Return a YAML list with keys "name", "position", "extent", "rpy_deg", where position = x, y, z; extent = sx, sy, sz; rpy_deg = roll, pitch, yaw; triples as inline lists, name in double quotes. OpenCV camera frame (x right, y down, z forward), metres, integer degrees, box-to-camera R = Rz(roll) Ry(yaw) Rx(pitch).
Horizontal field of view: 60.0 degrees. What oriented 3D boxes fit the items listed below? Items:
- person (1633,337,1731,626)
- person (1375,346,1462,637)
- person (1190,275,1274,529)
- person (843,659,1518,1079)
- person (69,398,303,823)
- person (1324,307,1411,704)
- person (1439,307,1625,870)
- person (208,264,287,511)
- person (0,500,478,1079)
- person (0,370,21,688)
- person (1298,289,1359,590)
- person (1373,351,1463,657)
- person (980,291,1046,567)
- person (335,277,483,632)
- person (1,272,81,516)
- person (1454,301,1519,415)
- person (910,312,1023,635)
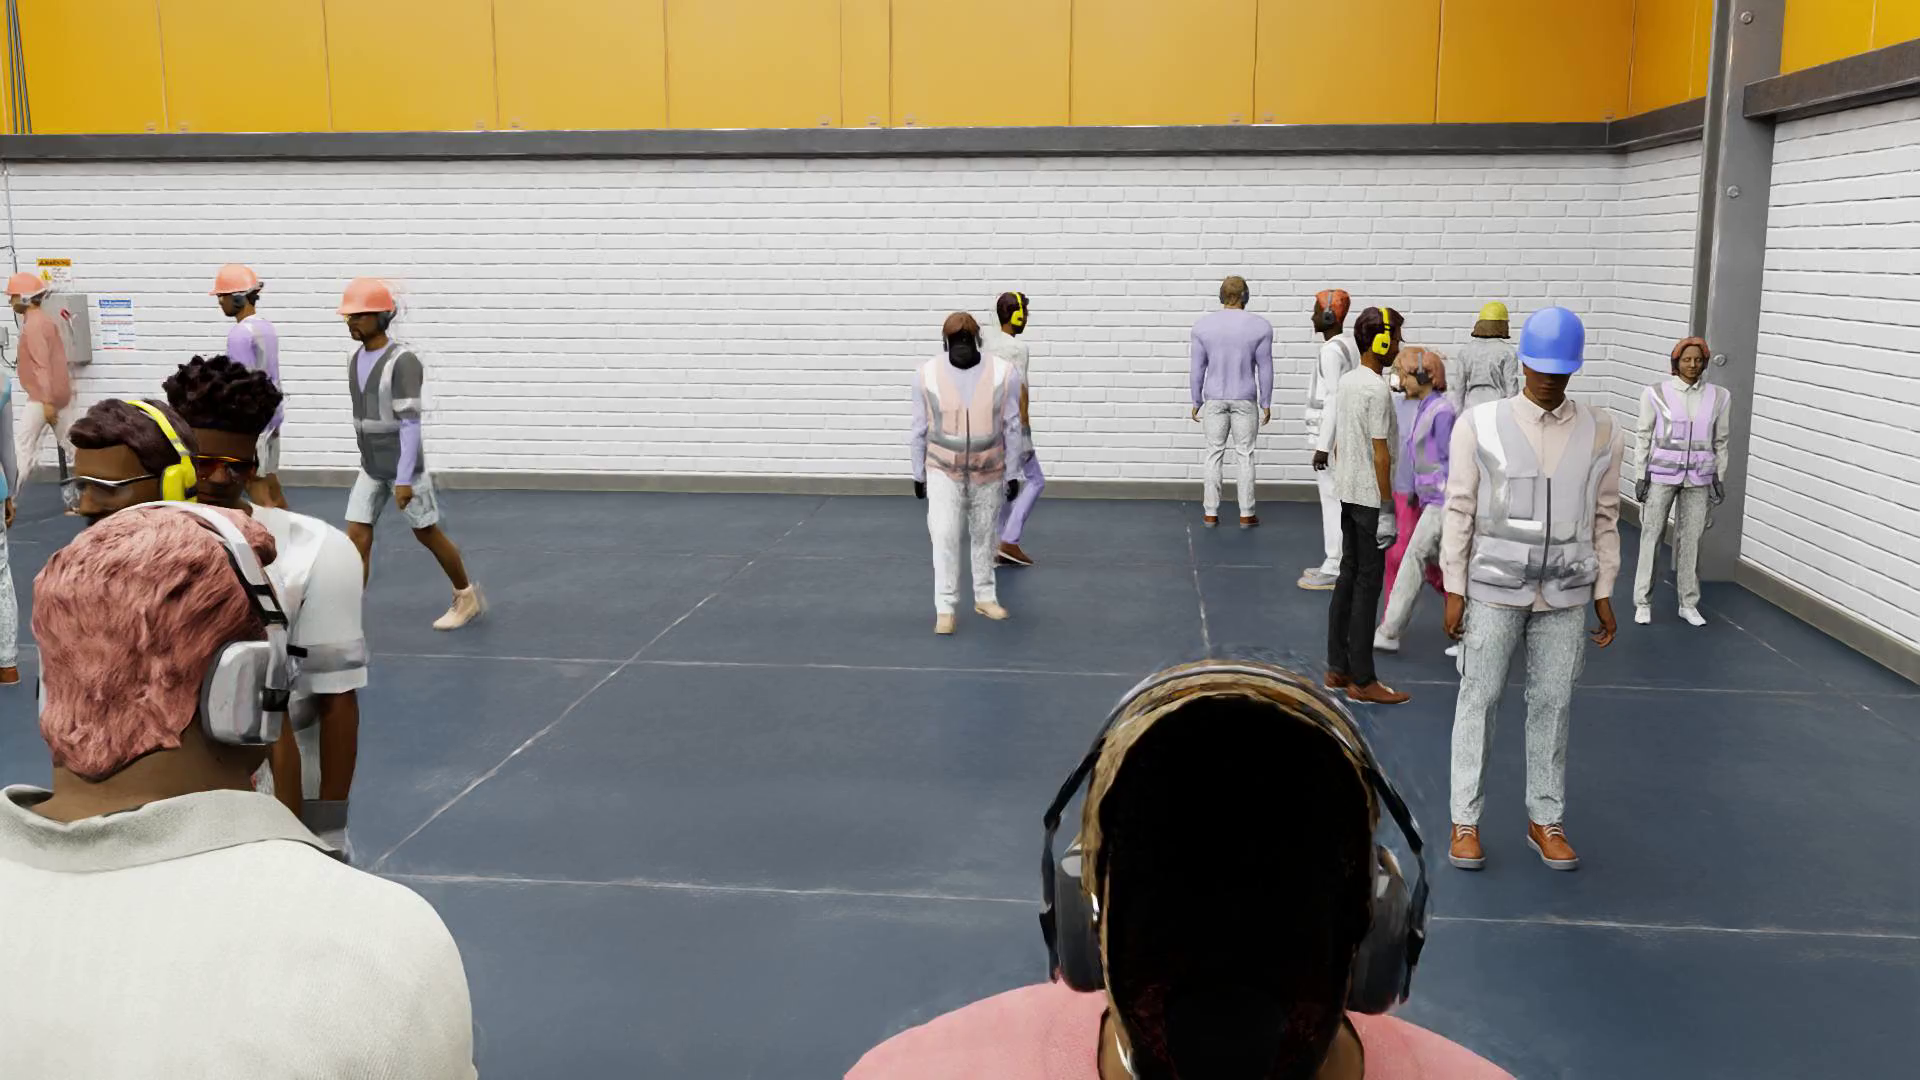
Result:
- name: "person"
  position: [4.081, -0.329, 9.441]
  extent: [0.513, 1.641, 0.307]
  rpy_deg: [1, 10, 6]
- name: "person"
  position: [2.469, -0.242, 9.016]
  extent: [0.501, 1.618, 0.501]
  rpy_deg: [-2, 10, -12]
- name: "person"
  position: [2.075, -1.052, 12.729]
  extent: [0.635, 1.936, 0.351]
  rpy_deg: [3, 10, 15]
- name: "person"
  position: [0.199, 0.987, 1.260]
  extent: [0.638, 1.879, 1.064]
  rpy_deg: [2, 10, 13]
- name: "person"
  position: [-1.498, 0.645, 3.263]
  extent: [0.512, 1.861, 0.355]
  rpy_deg: [3, 10, 16]
- name: "person"
  position: [1.935, -0.162, 7.850]
  extent: [0.329, 1.864, 0.508]
  rpy_deg: [-2, 10, -11]
- name: "person"
  position: [1.954, 0.175, 5.705]
  extent: [0.604, 1.937, 0.402]
  rpy_deg: [0, 10, 2]
- name: "person"
  position: [-4.597, -0.758, 10.767]
  extent: [0.397, 2.035, 0.611]
  rpy_deg: [-1, 10, -6]
- name: "person"
  position: [-0.702, 0.905, 1.631]
  extent: [0.639, 1.903, 0.409]
  rpy_deg: [2, 10, 10]
- name: "person"
  position: [-4.780, -0.211, 7.911]
  extent: [0.398, 1.944, 0.610]
  rpy_deg: [5, 11, 26]
- name: "person"
  position: [2.331, -0.624, 10.440]
  extent: [0.356, 1.881, 0.575]
  rpy_deg: [4, 11, 22]
- name: "person"
  position: [2.423, -0.177, 8.666]
  extent: [0.806, 1.594, 0.545]
  rpy_deg: [2, 10, 9]
- name: "person"
  position: [0.343, -0.729, 11.123]
  extent: [0.410, 1.849, 0.579]
  rpy_deg: [-7, 12, -36]
- name: "person"
  position: [-3.064, -0.423, 9.016]
  extent: [0.628, 1.990, 1.062]
  rpy_deg: [7, 12, 36]
- name: "person"
  position: [-7.335, -1.128, 13.148]
  extent: [1.019, 1.937, 0.647]
  rpy_deg: [-3, 10, -14]
- name: "person"
  position: [3.992, -0.932, 12.605]
  extent: [0.492, 1.740, 0.325]
  rpy_deg: [9, 13, 42]
- name: "person"
  position: [0.034, -0.387, 9.392]
  extent: [0.634, 1.796, 0.693]
  rpy_deg: [-1, 10, -3]
